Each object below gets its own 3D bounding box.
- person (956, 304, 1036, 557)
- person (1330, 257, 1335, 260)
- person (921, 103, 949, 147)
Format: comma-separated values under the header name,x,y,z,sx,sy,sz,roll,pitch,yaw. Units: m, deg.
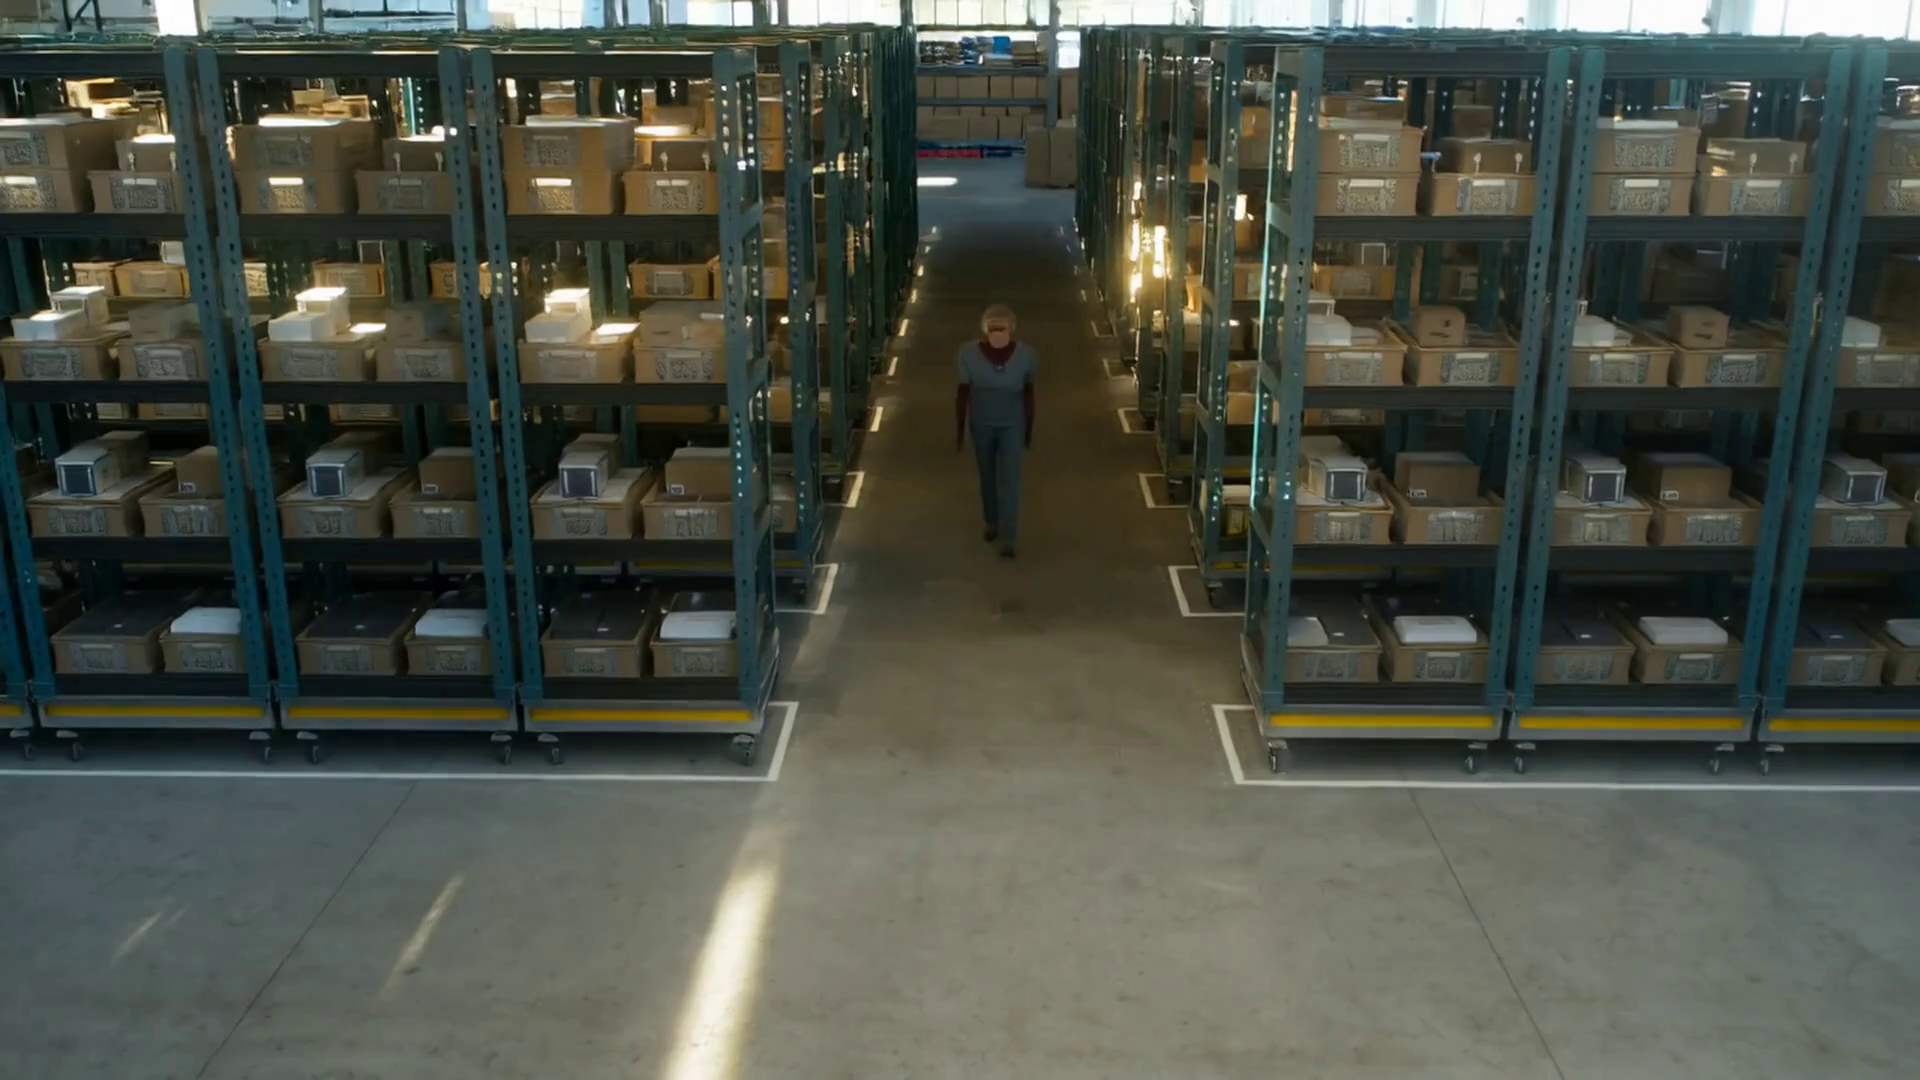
name,x,y,z,sx,sy,sz,roll,pitch,yaw
person,0.255,-0.791,11.928,0.567,1.795,0.964,1,17,4
person,4.031,-2.533,17.231,0.663,1.967,0.448,-2,18,-6
person,-0.733,-12.548,49.555,0.905,1.733,0.533,3,18,9
